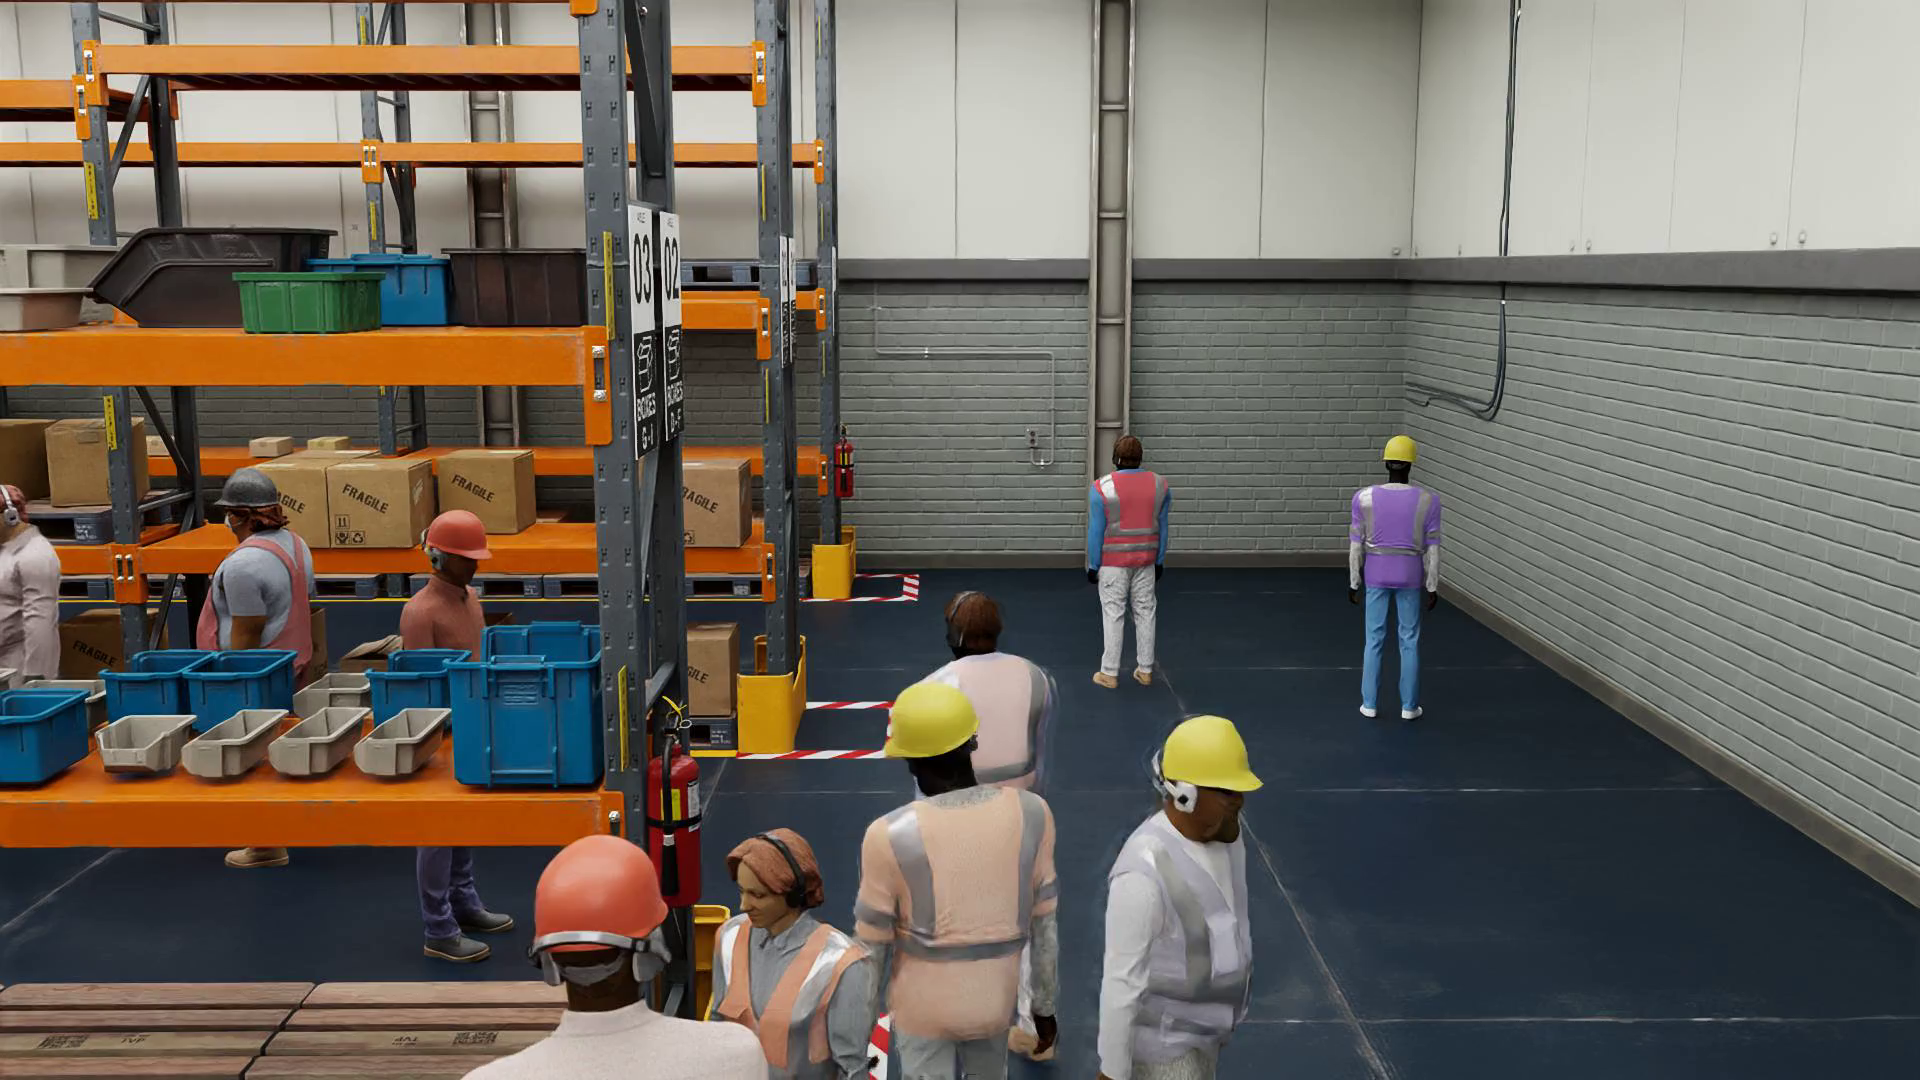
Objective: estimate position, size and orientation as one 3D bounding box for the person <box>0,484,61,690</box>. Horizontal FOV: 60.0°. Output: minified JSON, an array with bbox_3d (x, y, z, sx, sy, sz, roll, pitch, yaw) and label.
[{"bbox_3d":[-5.056,0.643,8.931,0.637,1.898,0.404,9,13,42],"label":"person"}]

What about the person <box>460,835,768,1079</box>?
[{"bbox_3d":[-0.650,1.535,3.163,0.612,1.991,0.392,-4,10,-23],"label":"person"}]

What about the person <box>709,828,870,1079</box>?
[{"bbox_3d":[-0.436,1.528,4.307,0.528,1.630,0.320,7,11,35],"label":"person"}]

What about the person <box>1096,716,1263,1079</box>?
[{"bbox_3d":[0.539,1.357,4.809,0.690,1.814,0.608,6,11,31],"label":"person"}]

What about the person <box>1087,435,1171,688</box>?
[{"bbox_3d":[1.204,0.156,12.078,0.626,1.844,0.429,-3,10,-18],"label":"person"}]

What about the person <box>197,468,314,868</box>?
[{"bbox_3d":[-3.606,0.640,8.499,0.538,2.000,0.683,0,9,2],"label":"person"}]

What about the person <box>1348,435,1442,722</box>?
[{"bbox_3d":[2.916,0.259,11.181,0.595,1.925,0.371,3,10,16],"label":"person"}]

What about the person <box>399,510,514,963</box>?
[{"bbox_3d":[-2.227,0.851,7.379,0.393,1.985,0.611,1,9,6],"label":"person"}]

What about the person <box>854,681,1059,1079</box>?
[{"bbox_3d":[-0.066,1.309,4.922,0.622,1.875,0.777,-4,10,-24],"label":"person"}]

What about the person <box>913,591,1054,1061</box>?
[{"bbox_3d":[0.077,1.087,6.553,0.646,1.790,0.972,-5,11,-30],"label":"person"}]
